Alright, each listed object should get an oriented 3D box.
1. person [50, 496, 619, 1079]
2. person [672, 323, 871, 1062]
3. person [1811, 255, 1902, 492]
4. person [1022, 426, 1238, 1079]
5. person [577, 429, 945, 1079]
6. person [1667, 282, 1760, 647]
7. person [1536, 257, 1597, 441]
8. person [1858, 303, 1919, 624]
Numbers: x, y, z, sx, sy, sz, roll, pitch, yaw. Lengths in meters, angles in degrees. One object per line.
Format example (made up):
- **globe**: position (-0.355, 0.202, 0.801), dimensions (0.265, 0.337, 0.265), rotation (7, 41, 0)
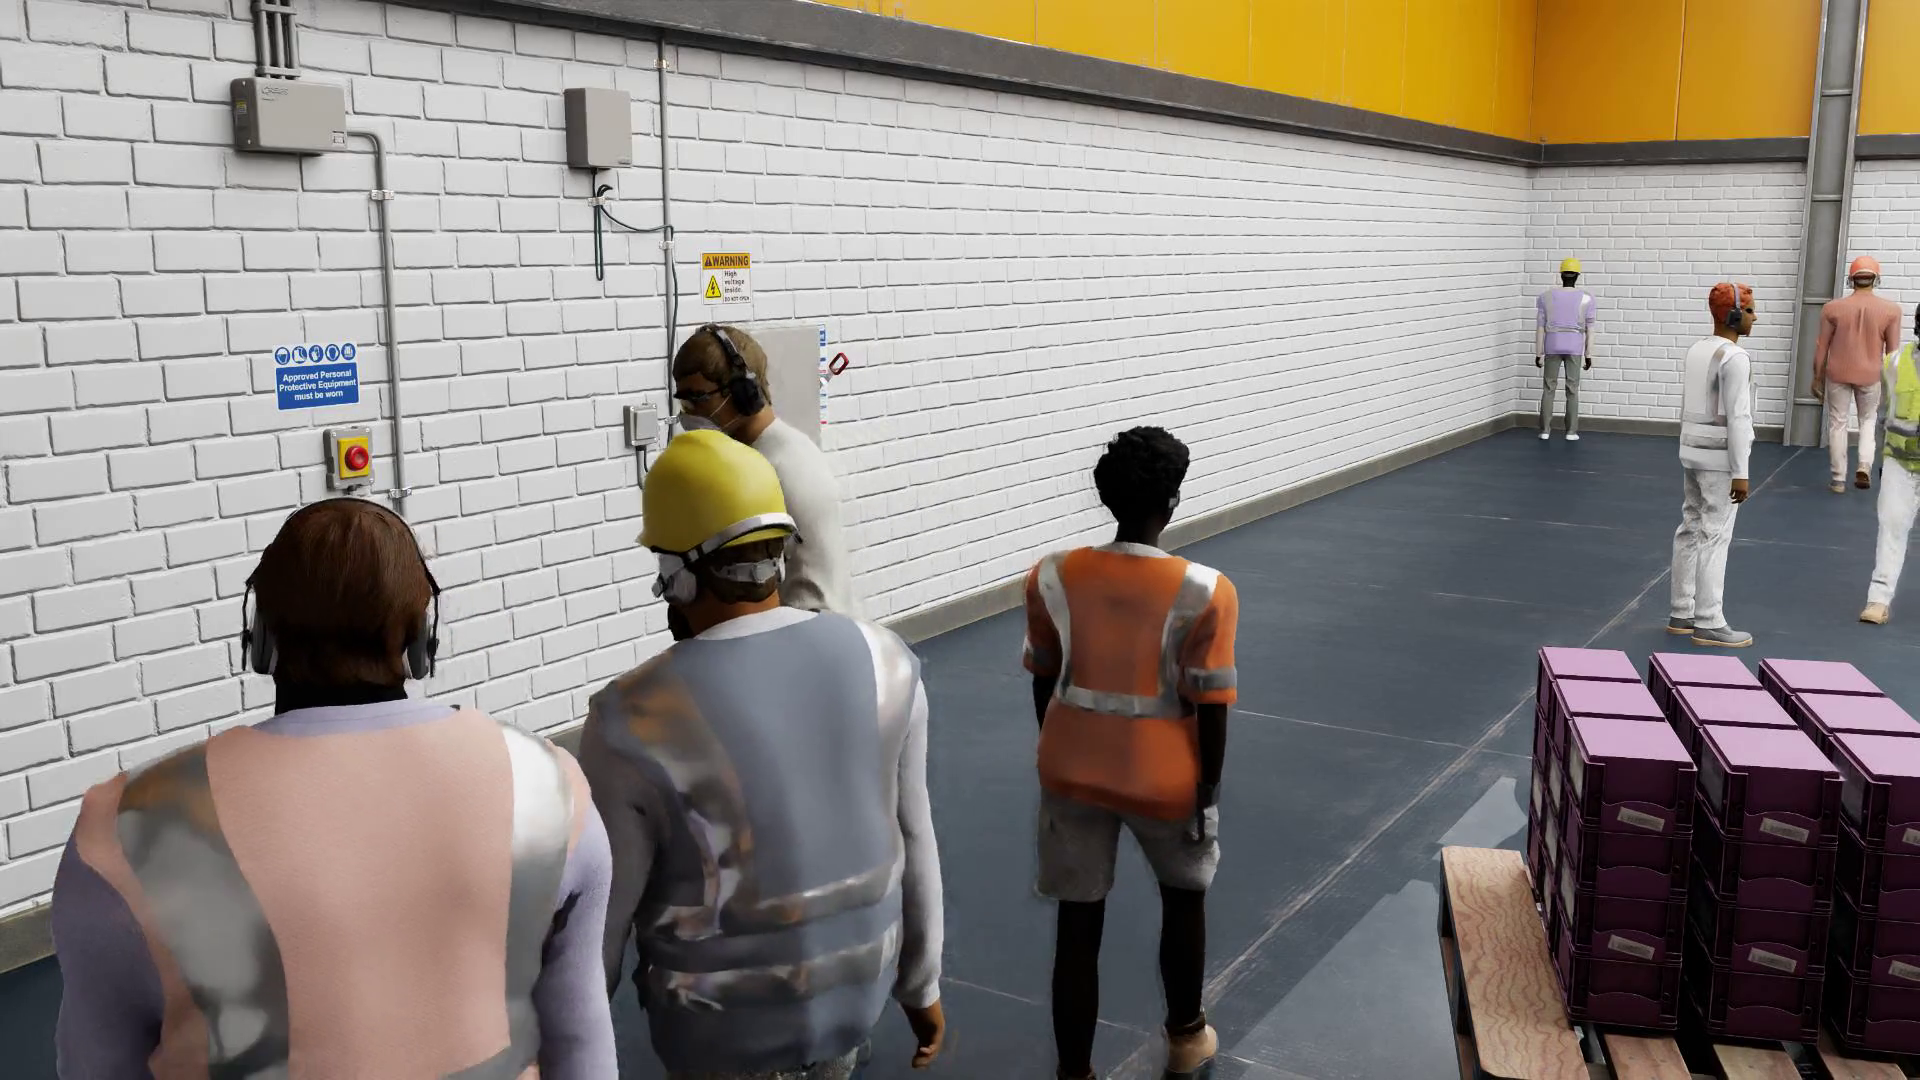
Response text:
- **person**: position (-0.698, 0.855, 2.012), dimensions (0.611, 1.813, 0.810), rotation (-9, 14, -42)
- **person**: position (-0.470, 0.421, 4.122), dimensions (0.548, 1.899, 0.654), rotation (-3, 11, -17)
- **person**: position (7.437, -1.373, 13.841), dimensions (0.626, 1.976, 0.440), rotation (4, 11, 22)
- **person**: position (0.417, 0.558, 4.008), dimensions (0.545, 1.669, 0.717), rotation (4, 11, 20)
- **person**: position (-0.397, 0.715, 2.738), dimensions (0.617, 1.804, 0.727), rotation (-9, 13, -40)
- **person**: position (3.946, -0.391, 8.673), dimensions (0.355, 1.883, 0.575), rotation (0, 10, -3)
- **person**: position (6.347, -1.996, 17.470), dimensions (0.581, 1.918, 0.390), rotation (3, 11, 19)
- **person**: position (5.404, -0.450, 9.254), dimensions (0.614, 1.805, 0.965), rotation (10, 14, 44)
